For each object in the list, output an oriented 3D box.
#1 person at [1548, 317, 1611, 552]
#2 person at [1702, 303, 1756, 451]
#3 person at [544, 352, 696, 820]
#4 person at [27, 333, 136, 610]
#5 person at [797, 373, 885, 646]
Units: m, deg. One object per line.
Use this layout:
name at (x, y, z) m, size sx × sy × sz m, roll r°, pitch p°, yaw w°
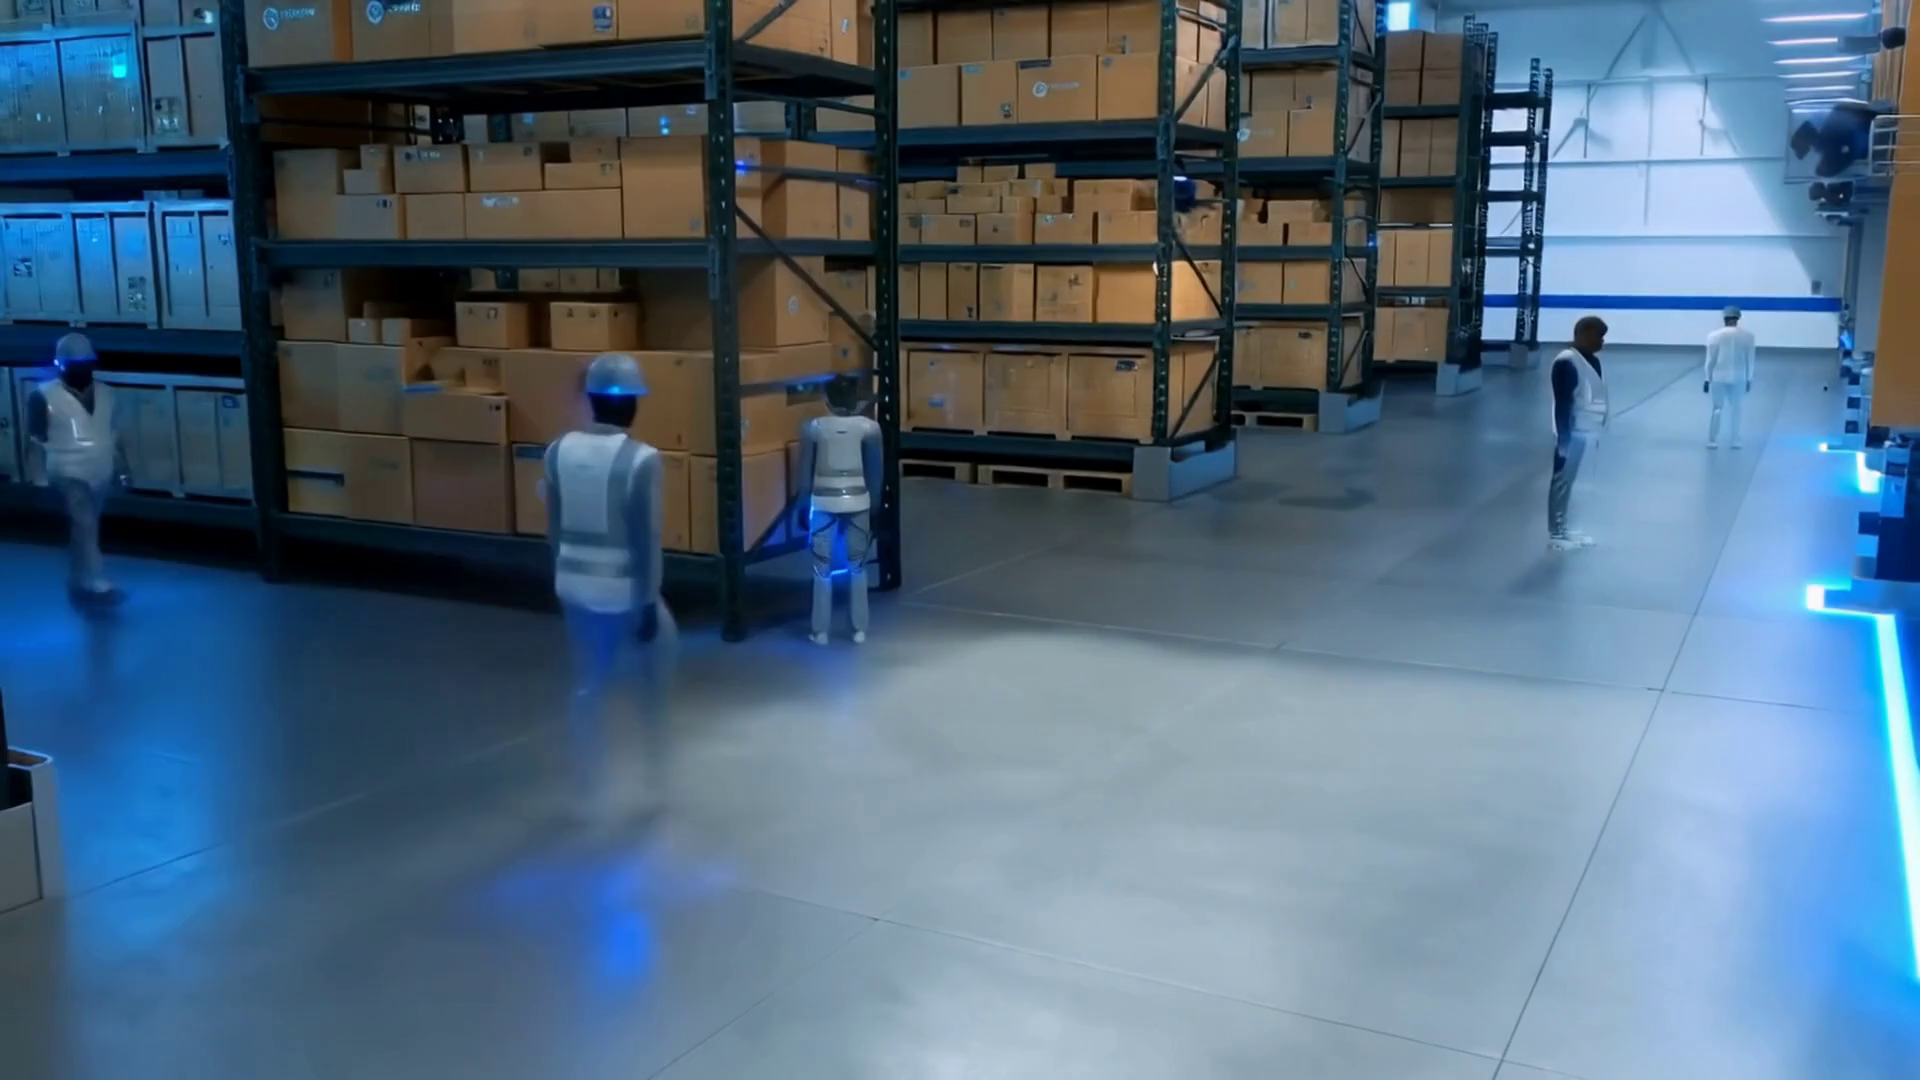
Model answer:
person at (4.880, -0.832, 13.097) m, size 0.430 × 1.835 × 0.624 m, roll 9°, pitch 14°, yaw 43°
person at (9.059, -1.917, 19.623) m, size 0.561 × 1.745 × 0.339 m, roll 2°, pitch 10°, yaw 13°
person at (-1.404, 0.187, 6.923) m, size 0.618 × 1.927 × 0.634 m, roll 5°, pitch 11°, yaw 27°
person at (-5.662, -0.443, 10.912) m, size 0.821 × 1.801 × 0.621 m, roll 4°, pitch 11°, yaw 24°
person at (-0.703, -0.176, 9.883) m, size 0.525 × 1.632 × 0.314 m, roll -3°, pitch 10°, yaw -15°
